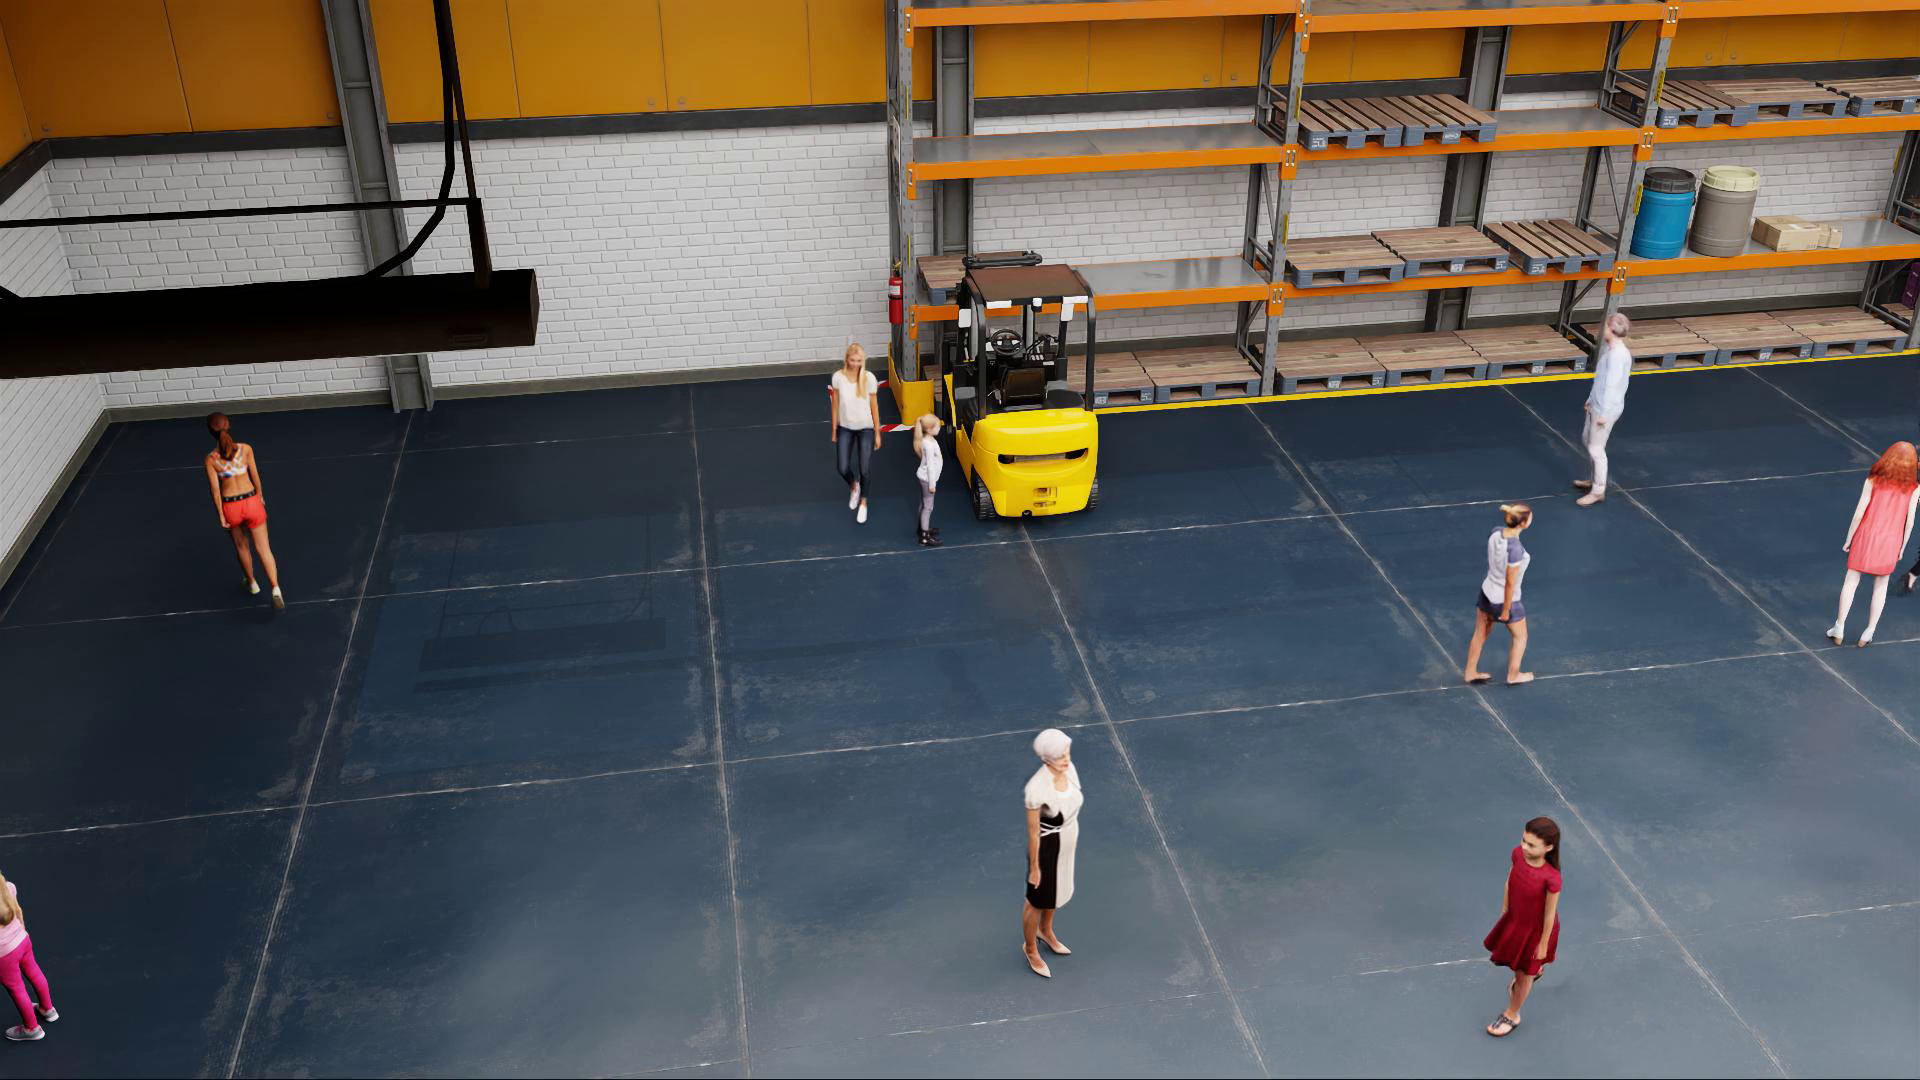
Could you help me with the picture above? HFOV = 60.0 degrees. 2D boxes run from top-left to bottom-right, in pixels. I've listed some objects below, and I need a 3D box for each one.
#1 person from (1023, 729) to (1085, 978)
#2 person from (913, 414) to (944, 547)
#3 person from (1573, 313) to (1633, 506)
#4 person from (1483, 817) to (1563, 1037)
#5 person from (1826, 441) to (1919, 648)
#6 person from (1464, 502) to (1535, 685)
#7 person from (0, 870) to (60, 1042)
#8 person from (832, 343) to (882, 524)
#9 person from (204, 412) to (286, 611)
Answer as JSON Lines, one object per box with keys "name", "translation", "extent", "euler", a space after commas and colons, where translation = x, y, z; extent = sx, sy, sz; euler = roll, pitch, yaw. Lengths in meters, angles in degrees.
{"name": "person", "translation": [0.549, 1.898, 10.227], "extent": [0.762, 1.754, 0.705], "euler": [18, 34, 30]}
{"name": "person", "translation": [-0.303, -0.567, 15.245], "extent": [0.488, 1.275, 0.488], "euler": [-3, 29, -6]}
{"name": "person", "translation": [6.127, -1.221, 15.828], "extent": [0.698, 1.866, 0.767], "euler": [-2, 29, -4]}
{"name": "person", "translation": [3.409, 2.240, 9.820], "extent": [0.840, 1.542, 0.696], "euler": [-16, 33, -28]}
{"name": "person", "translation": [7.464, 0.040, 13.557], "extent": [0.625, 1.826, 0.735], "euler": [10, 30, 18]}
{"name": "person", "translation": [4.171, 0.453, 13.030], "extent": [0.782, 1.604, 0.617], "euler": [-8, 30, -13]}
{"name": "person", "translation": [-5.609, 2.397, 9.815], "extent": [0.589, 1.271, 0.550], "euler": [4, 29, 8]}
{"name": "person", "translation": [-0.955, -1.044, 15.580], "extent": [0.707, 1.791, 0.793], "euler": [3, 29, 5]}
{"name": "person", "translation": [-6.050, -0.216, 14.093], "extent": [1.091, 1.762, 0.914], "euler": [-17, 33, -29]}
